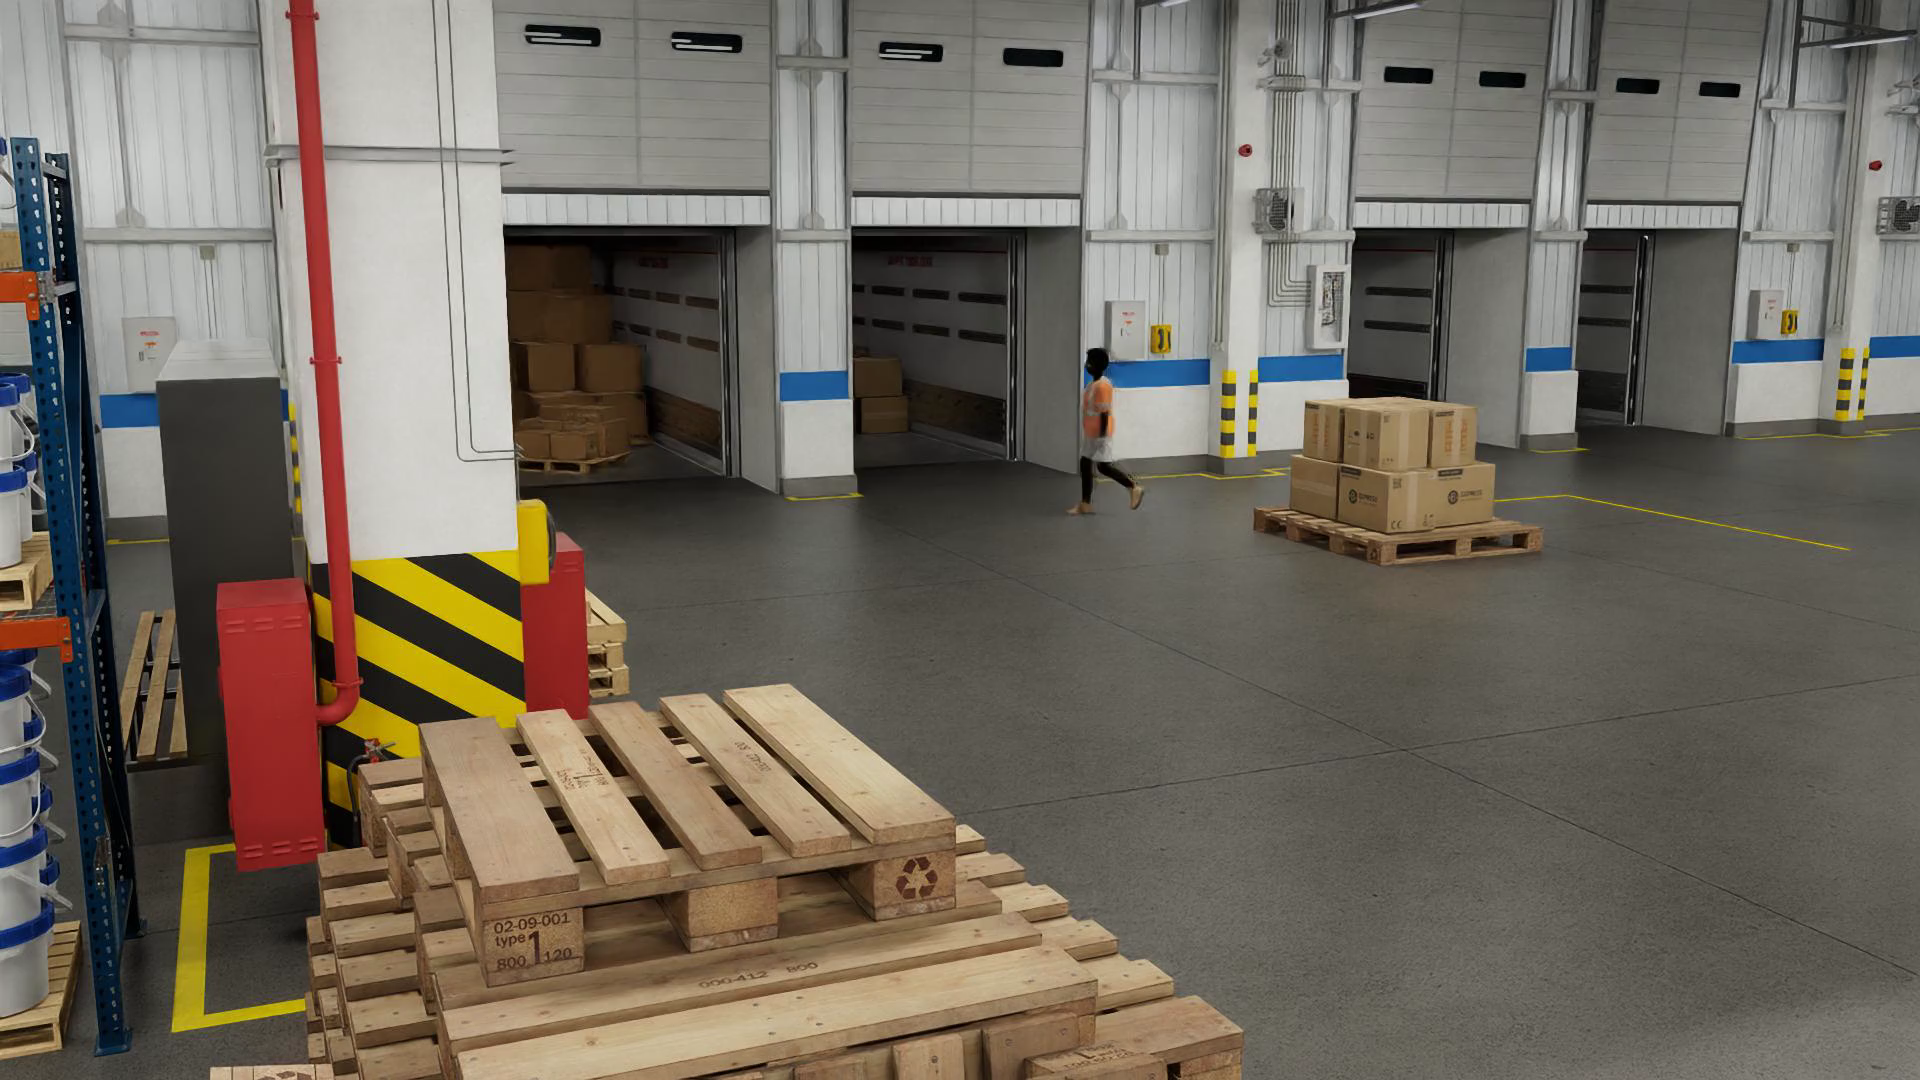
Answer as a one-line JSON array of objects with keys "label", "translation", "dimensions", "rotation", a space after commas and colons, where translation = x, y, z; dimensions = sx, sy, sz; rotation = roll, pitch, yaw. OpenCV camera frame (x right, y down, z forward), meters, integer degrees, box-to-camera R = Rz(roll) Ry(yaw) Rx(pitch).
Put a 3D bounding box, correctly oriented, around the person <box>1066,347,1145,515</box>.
[{"label": "person", "translation": [1.441, -1.056, 16.363], "dimensions": [0.701, 1.680, 0.538], "rotation": [-2, 10, -11]}]
